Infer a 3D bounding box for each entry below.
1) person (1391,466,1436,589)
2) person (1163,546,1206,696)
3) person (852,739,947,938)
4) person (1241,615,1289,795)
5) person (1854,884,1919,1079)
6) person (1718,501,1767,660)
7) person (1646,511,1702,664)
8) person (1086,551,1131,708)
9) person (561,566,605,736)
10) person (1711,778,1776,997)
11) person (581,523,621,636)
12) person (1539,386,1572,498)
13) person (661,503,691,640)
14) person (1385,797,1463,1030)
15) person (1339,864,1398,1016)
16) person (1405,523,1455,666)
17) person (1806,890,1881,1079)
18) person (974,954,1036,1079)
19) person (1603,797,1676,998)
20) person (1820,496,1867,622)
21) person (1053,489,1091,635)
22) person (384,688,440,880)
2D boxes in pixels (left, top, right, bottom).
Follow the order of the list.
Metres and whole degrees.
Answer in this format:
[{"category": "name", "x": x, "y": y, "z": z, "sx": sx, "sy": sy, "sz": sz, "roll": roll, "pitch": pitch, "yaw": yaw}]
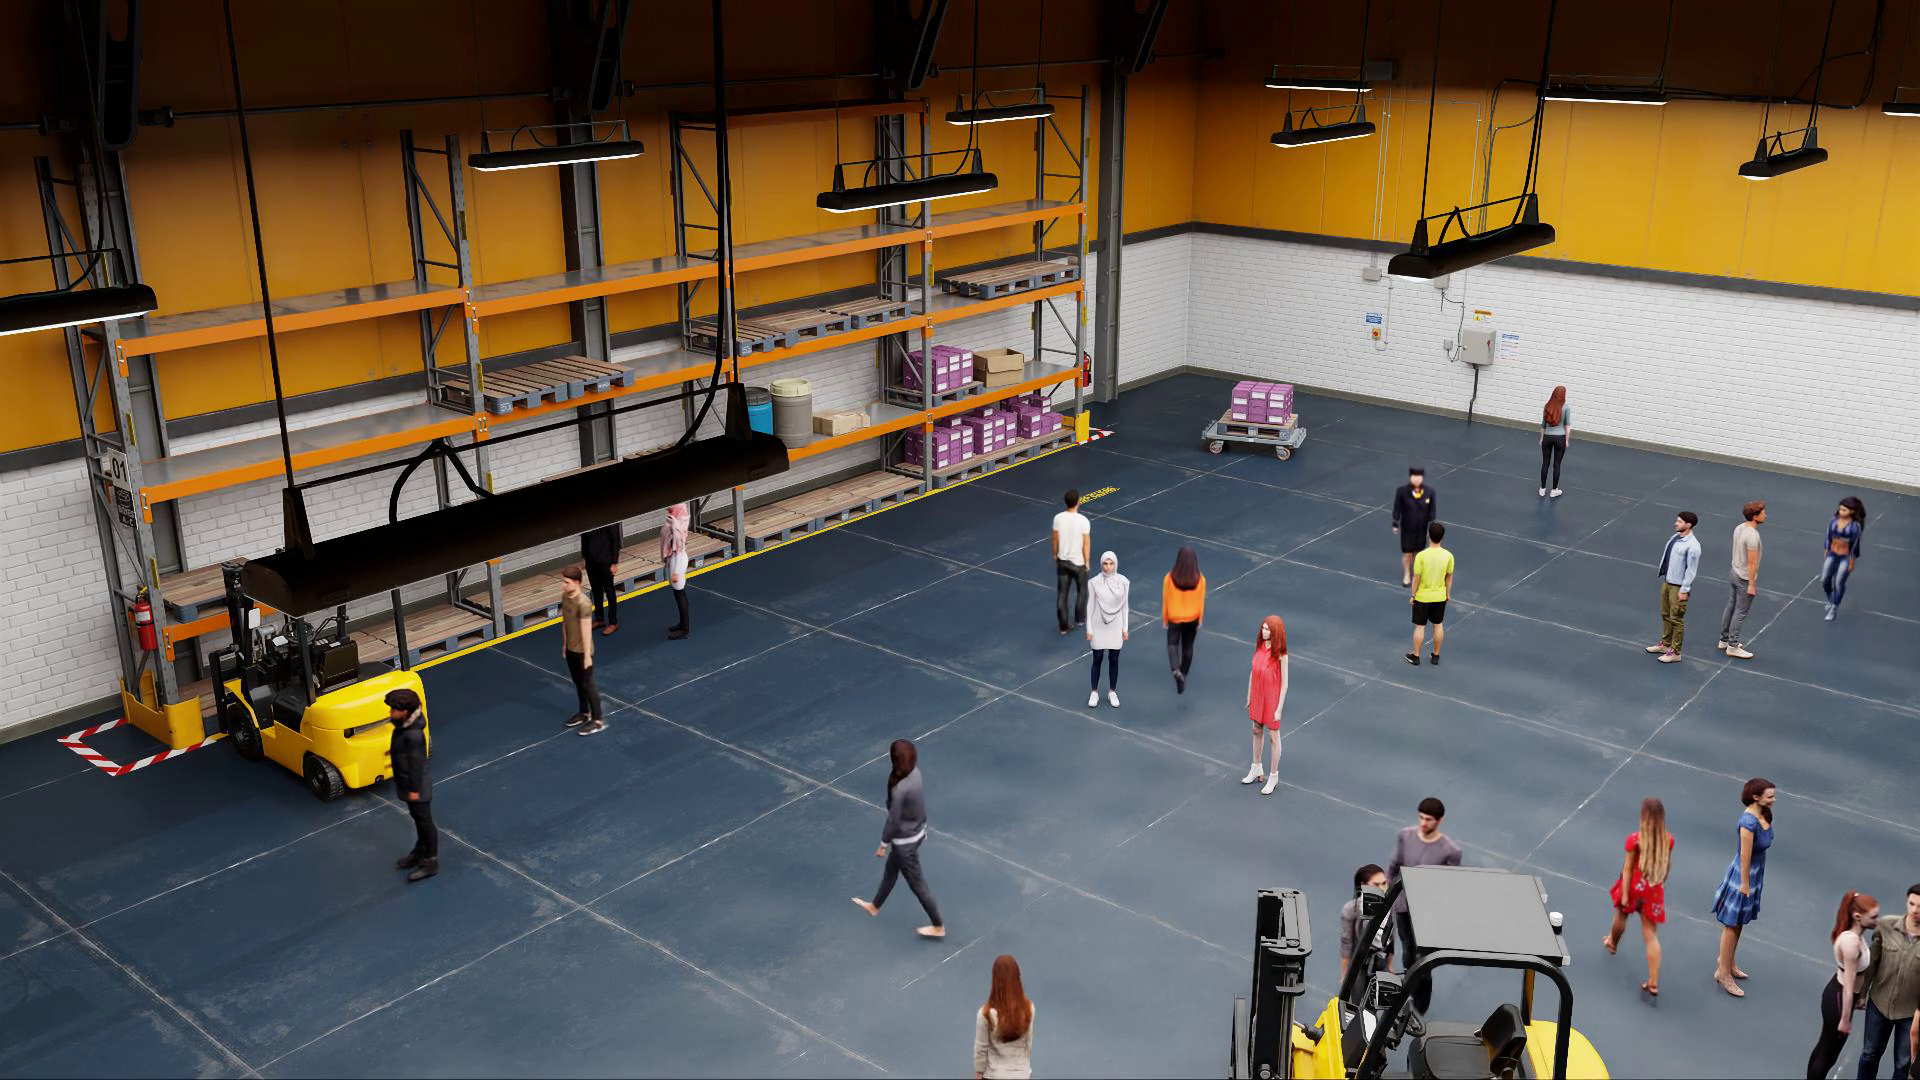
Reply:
[{"category": "person", "x": 5.955, "y": -0.183, "z": 21.825, "sx": 0.833, "sy": 1.661, "sz": 0.844, "roll": 4, "pitch": 19, "yaw": 12}, {"category": "person", "x": 2.488, "y": 0.919, "z": 18.437, "sx": 0.941, "sy": 1.736, "sz": 1.023, "roll": 0, "pitch": 19, "yaw": -1}, {"category": "person", "x": -0.358, "y": 2.504, "z": 13.761, "sx": 0.986, "sy": 1.715, "sz": 1.139, "roll": 6, "pitch": 19, "yaw": 16}, {"category": "person", "x": 3.015, "y": 1.590, "z": 16.301, "sx": 0.591, "sy": 1.828, "sz": 0.637, "roll": -12, "pitch": 22, "yaw": -33}, {"category": "person", "x": 6.474, "y": 3.201, "z": 11.457, "sx": 0.709, "sy": 1.865, "sz": 0.595, "roll": 17, "pitch": 25, "yaw": 41}, {"category": "person", "x": 9.235, "y": 0.439, "z": 19.607, "sx": 0.809, "sy": 1.897, "sz": 0.710, "roll": 1, "pitch": 19, "yaw": 3}, {"category": "person", "x": 8.402, "y": 0.529, "z": 19.475, "sx": 0.811, "sy": 1.812, "sz": 0.745, "roll": -1, "pitch": 19, "yaw": -3}, {"category": "person", "x": 1.617, "y": 0.967, "z": 18.232, "sx": 0.696, "sy": 1.775, "sz": 0.740, "roll": 0, "pitch": 19, "yaw": -1}, {"category": "person", "x": -4.019, "y": 1.142, "z": 17.600, "sx": 0.619, "sy": 1.847, "sz": 0.694, "roll": -14, "pitch": 23, "yaw": -37}, {"category": "person", "x": 6.172, "y": 2.694, "z": 13.056, "sx": 0.756, "sy": 1.806, "sz": 0.547, "roll": 11, "pitch": 22, "yaw": 30}, {"category": "person", "x": -4.376, "y": 0.217, "z": 20.290, "sx": 0.729, "sy": 1.883, "sz": 0.608, "roll": 11, "pitch": 21, "yaw": 29}, {"category": "person", "x": 9.186, "y": -1.534, "z": 25.711, "sx": 0.613, "sy": 1.743, "sz": 0.573, "roll": 11, "pitch": 22, "yaw": 30}, {"category": "person", "x": -3.412, "y": 0.312, "z": 20.131, "sx": 0.797, "sy": 1.804, "sz": 0.738, "roll": -2, "pitch": 19, "yaw": -5}, {"category": "person", "x": 3.555, "y": 2.782, "z": 12.747, "sx": 0.712, "sy": 1.837, "sz": 0.735, "roll": 17, "pitch": 25, "yaw": 41}, {"category": "person", "x": 2.935, "y": 3.099, "z": 12.054, "sx": 0.668, "sy": 1.678, "sz": 0.773, "roll": -8, "pitch": 20, "yaw": -23}, {"category": "person", "x": 5.482, "y": 0.627, "z": 19.347, "sx": 0.694, "sy": 1.709, "sz": 0.742, "roll": -1, "pitch": 19, "yaw": -2}, {"category": "person", "x": 6.122, "y": 3.229, "z": 11.569, "sx": 0.671, "sy": 1.741, "sz": 0.492, "roll": 11, "pitch": 21, "yaw": 29}, {"category": "person", "x": 0.323, "y": 3.540, "z": 10.734, "sx": 0.712, "sy": 1.685, "sz": 0.777, "roll": -5, "pitch": 19, "yaw": -14}, {"category": "person", "x": 5.402, "y": 2.828, "z": 13.071, "sx": 1.047, "sy": 1.543, "sz": 1.147, "roll": 0, "pitch": 19, "yaw": -1}, {"category": "person", "x": 11.008, "y": 0.222, "z": 20.699, "sx": 0.705, "sy": 1.613, "sz": 0.689, "roll": -13, "pitch": 22, "yaw": -33}, {"category": "person", "x": 1.321, "y": 0.284, "z": 20.232, "sx": 0.805, "sy": 1.793, "sz": 0.929, "roll": 8, "pitch": 20, "yaw": 22}, {"category": "person", "x": -4.843, "y": 2.132, "z": 14.776, "sx": 0.666, "sy": 1.773, "sz": 0.678, "roll": -12, "pitch": 22, "yaw": -31}]
